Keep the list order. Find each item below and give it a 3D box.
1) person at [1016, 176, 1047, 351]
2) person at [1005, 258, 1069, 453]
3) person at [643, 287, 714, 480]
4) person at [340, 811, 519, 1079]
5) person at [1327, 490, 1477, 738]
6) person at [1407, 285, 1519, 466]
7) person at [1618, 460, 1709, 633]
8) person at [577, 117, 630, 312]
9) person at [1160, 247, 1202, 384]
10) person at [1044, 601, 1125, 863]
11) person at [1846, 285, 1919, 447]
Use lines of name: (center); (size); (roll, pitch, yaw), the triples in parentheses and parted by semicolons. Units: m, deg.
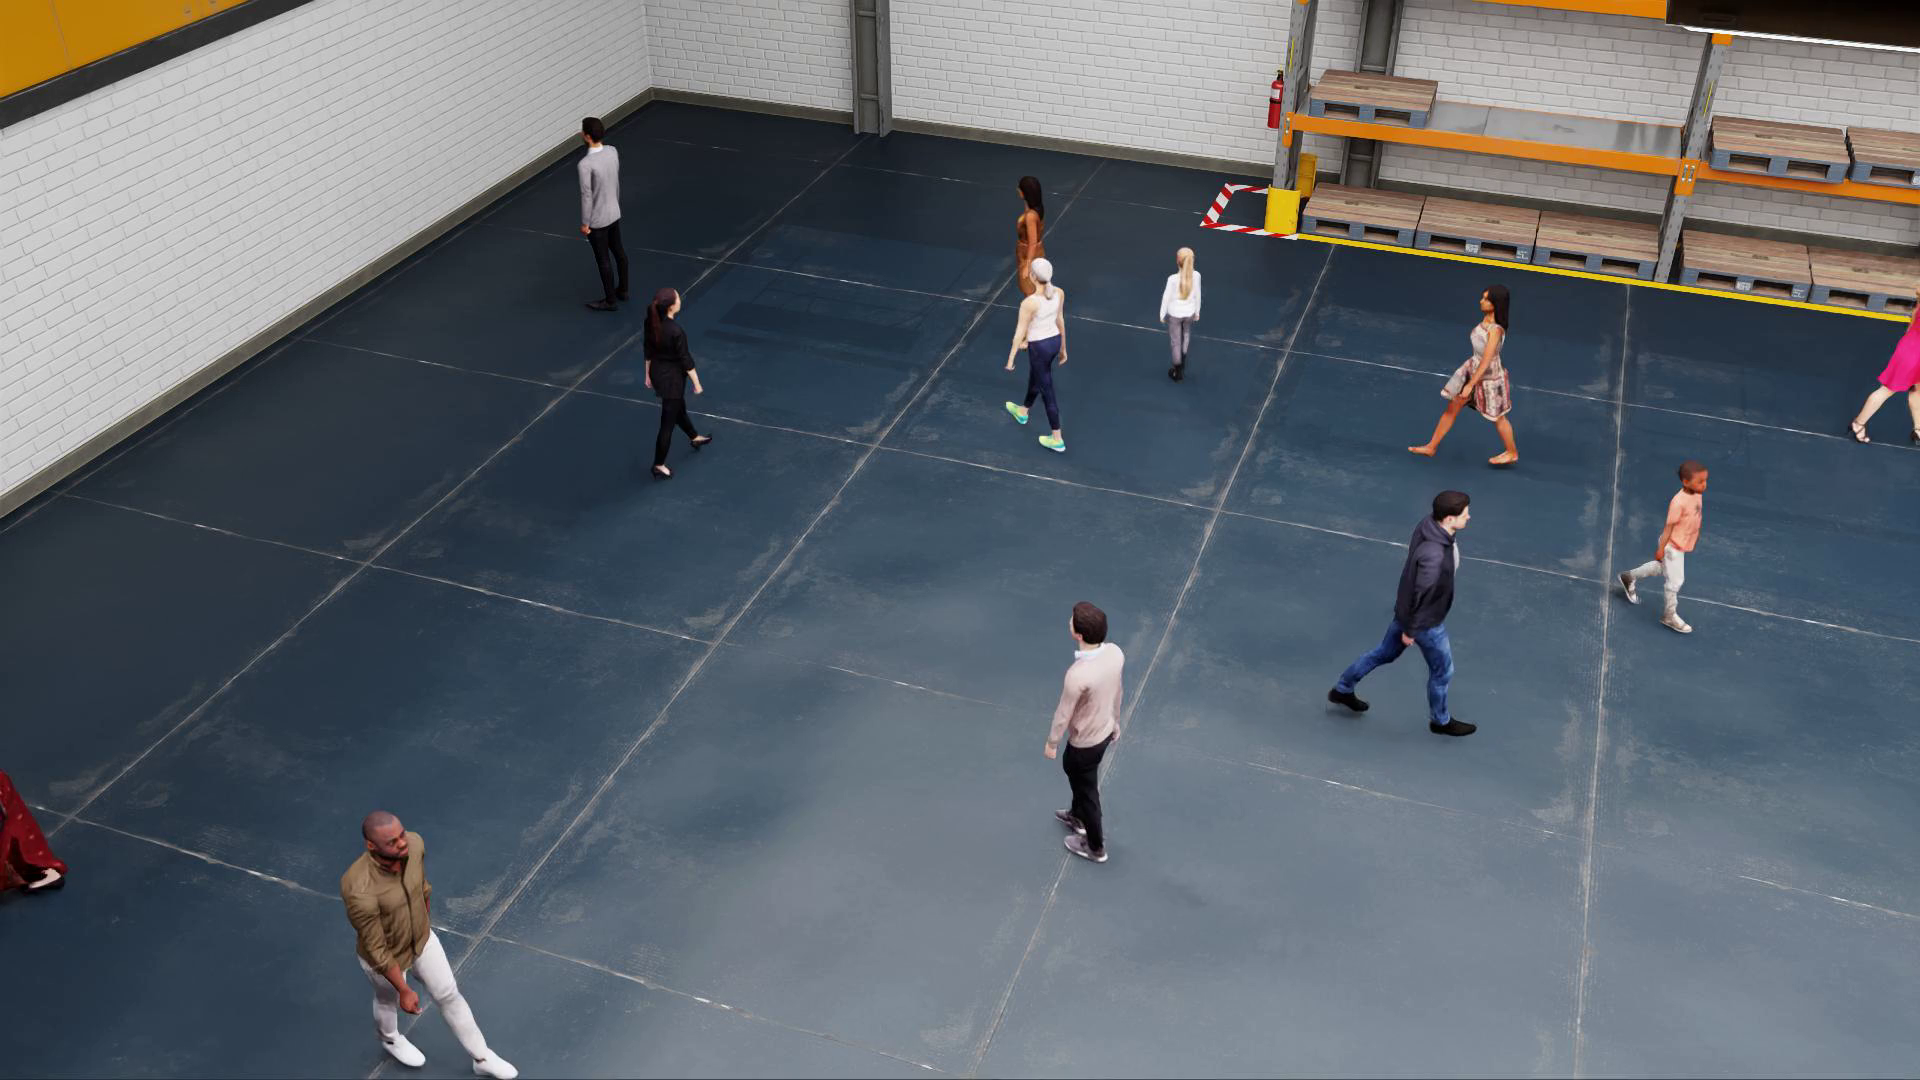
person: (0.662, -2.581, 15.446); (0.597, 1.685, 0.618); (2, 34, 3)
person: (0.756, -1.504, 13.836); (0.938, 1.674, 1.129); (-27, 42, -34)
person: (-2.424, -1.217, 13.446); (1.009, 1.628, 0.914); (27, 42, 34)
person: (-2.902, 2.043, 8.400); (1.111, 1.786, 0.823); (17, 37, 23)
person: (2.865, 0.462, 10.722); (1.262, 1.847, 0.858); (5, 34, 7)
person: (4.372, -1.296, 13.595); (1.214, 1.594, 0.879); (0, 34, 0)
person: (5.078, -0.011, 11.930); (0.773, 1.297, 0.939); (-24, 41, -32)
person: (-3.455, -3.159, 16.102); (0.625, 1.923, 0.736); (13, 36, 19)
person: (2.016, -2.004, 14.951); (0.644, 1.272, 0.703); (-10, 35, -14)
person: (0.806, 1.176, 9.696); (0.772, 1.794, 0.716); (21, 39, 29)
person: (7.834, -1.545, 13.873); (0.966, 1.701, 0.667); (18, 38, 25)
